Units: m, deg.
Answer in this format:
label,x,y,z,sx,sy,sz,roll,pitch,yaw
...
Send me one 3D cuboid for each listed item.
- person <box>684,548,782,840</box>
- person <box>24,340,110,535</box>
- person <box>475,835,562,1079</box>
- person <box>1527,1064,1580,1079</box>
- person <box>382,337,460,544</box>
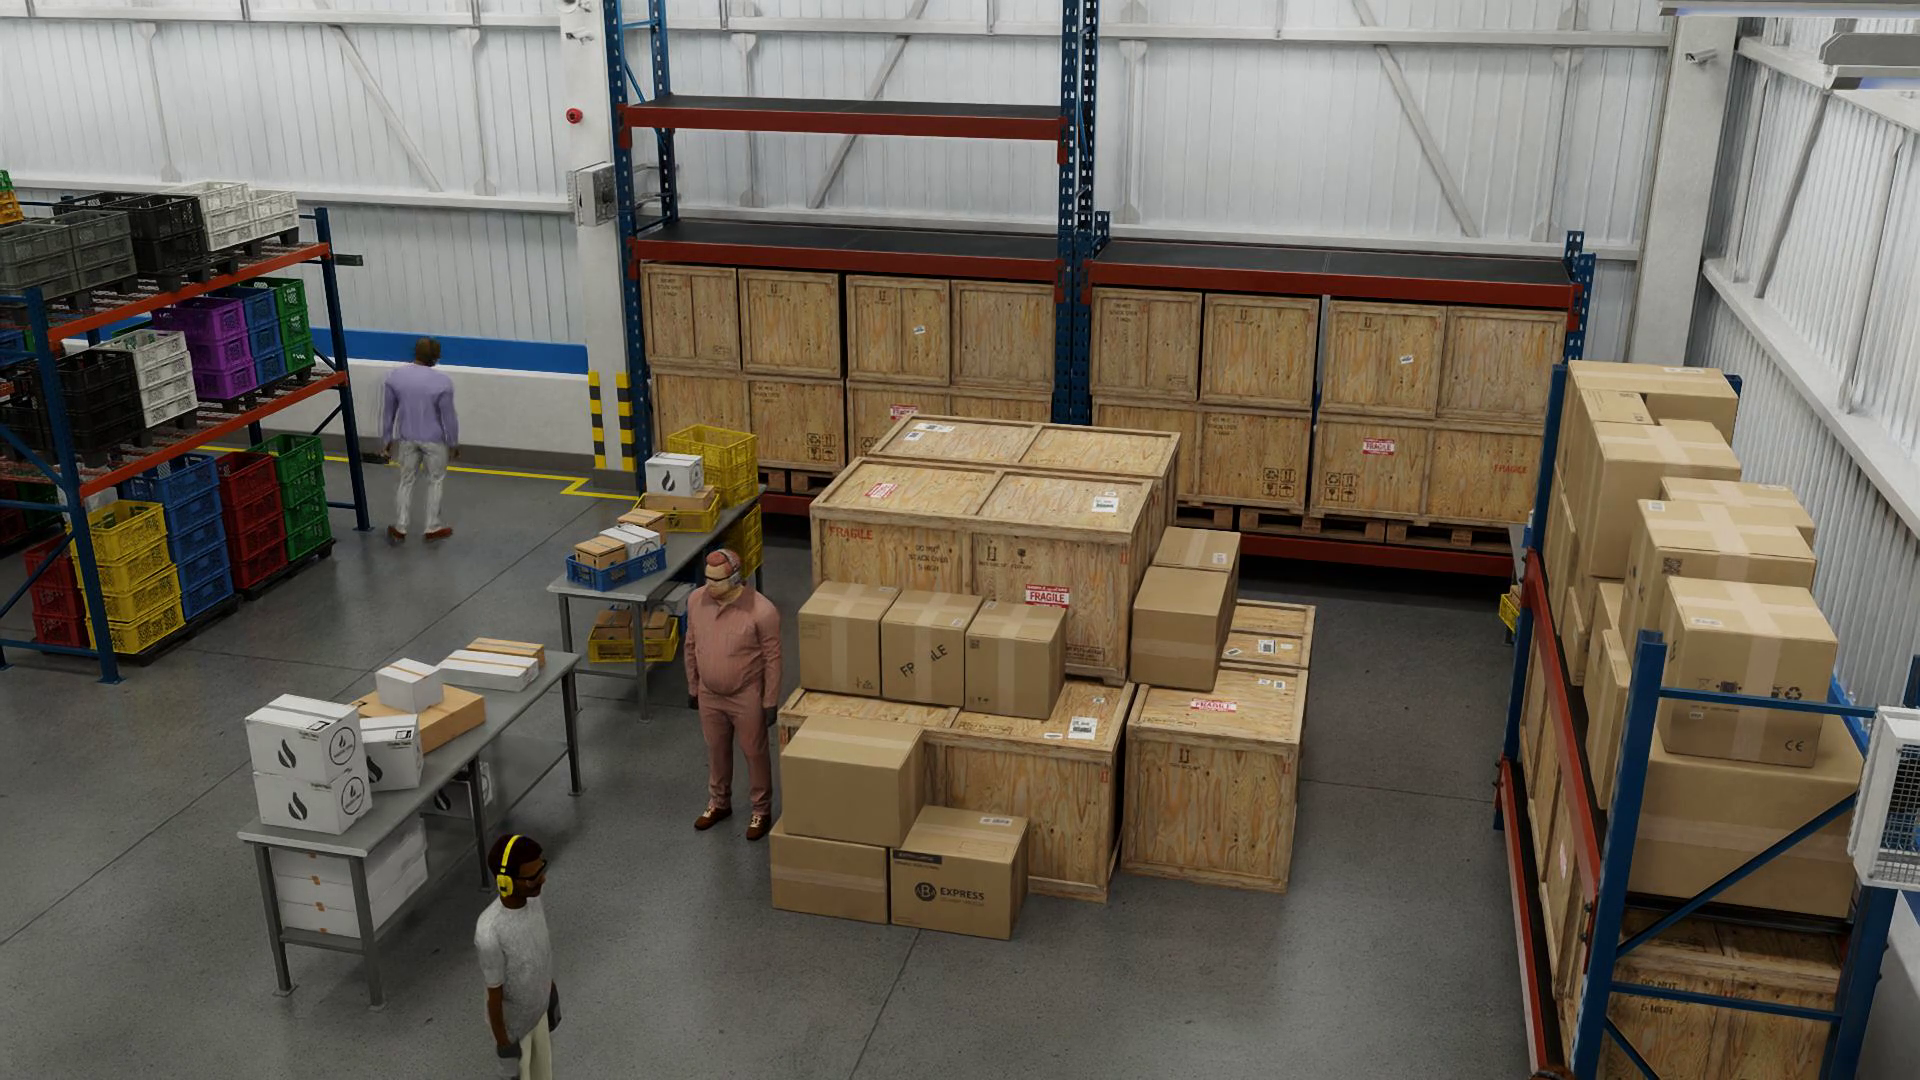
label,x,y,z,sx,sy,sz,roll,pitch,yaw
person,-1.415,0.947,10.258,0.648,1.904,0.401,8,22,21
person,-8.153,-0.935,15.215,0.574,1.883,0.361,-3,21,-9
person,-1.896,2.112,7.283,0.327,1.860,0.500,5,22,14
person,2.011,2.641,5.932,0.429,1.833,0.628,-15,25,-34
person,-4.903,-0.896,15.099,0.735,1.894,0.476,2,21,5
